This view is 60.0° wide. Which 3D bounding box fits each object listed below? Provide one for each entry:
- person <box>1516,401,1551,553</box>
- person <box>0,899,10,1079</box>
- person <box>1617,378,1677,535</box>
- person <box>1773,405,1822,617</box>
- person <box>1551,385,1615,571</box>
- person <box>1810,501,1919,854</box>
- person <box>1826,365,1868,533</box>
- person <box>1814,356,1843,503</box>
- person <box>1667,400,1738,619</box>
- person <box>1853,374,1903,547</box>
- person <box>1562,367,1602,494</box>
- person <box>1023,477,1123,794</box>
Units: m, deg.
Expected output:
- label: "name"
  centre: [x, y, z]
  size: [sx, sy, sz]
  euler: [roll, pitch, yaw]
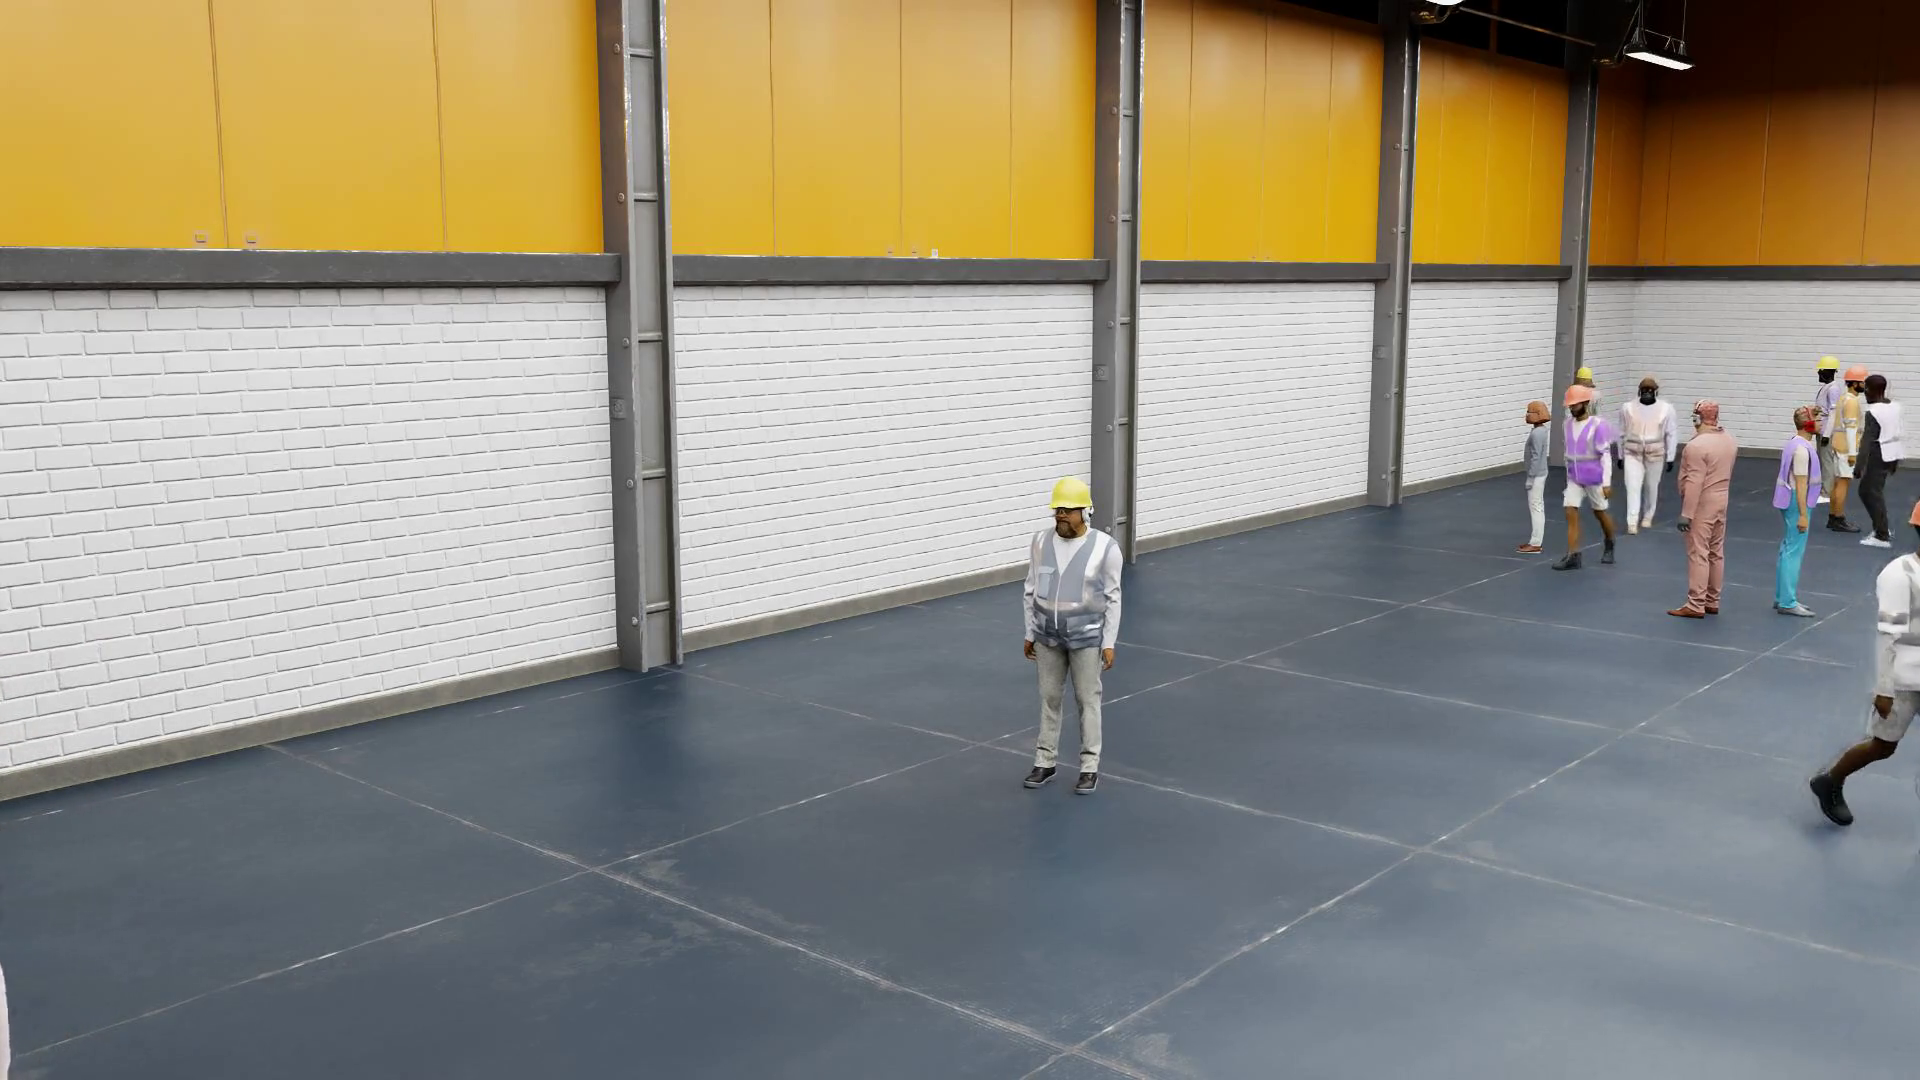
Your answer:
- label: "person"
  centre: [6.170, -0.675, 17.868]
  size: [0.285, 1.633, 0.497]
  euler: [4, 10, 25]
- label: "person"
  centre: [-2.780, 1.367, 4.291]
  size: [0.642, 1.880, 0.796]
  euler: [0, 9, -1]
- label: "person"
  centre: [7.977, -0.991, 19.341]
  size: [0.637, 1.805, 0.939]
  euler: [4, 10, 24]
- label: "person"
  centre: [7.347, -0.262, 14.600]
  size: [0.379, 1.848, 0.570]
  euler: [3, 10, 20]
- label: "person"
  centre: [6.434, -0.646, 16.941]
  size: [0.975, 1.885, 0.627]
  euler: [-6, 11, -32]
- label: "person"
  centre: [4.869, 0.673, 8.604]
  size: [0.545, 1.907, 0.901]
  euler: [-3, 10, -18]
- label: "person"
  centre: [10.343, -1.061, 19.337]
  size: [0.362, 1.939, 0.542]
  euler: [3, 10, 18]
- label: "person"
  centre: [11.310, -1.440, 21.755]
  size: [0.365, 1.927, 0.588]
  euler: [3, 9, 17]
- label: "person"
  centre: [6.450, -0.269, 14.485]
  size: [0.639, 1.904, 0.402]
  euler: [-7, 11, -37]
- label: "person"
  centre: [10.036, -0.865, 18.231]
  size: [0.617, 1.892, 0.492]
  euler: [-8, 12, -40]
- label: "person"
  centre: [8.405, -1.466, 22.496]
  size: [0.487, 1.744, 0.294]
  euler: [0, 9, 0]
- label: "person"
  centre: [0.627, 0.545, 9.581]
  size: [0.588, 1.835, 0.403]
  euler: [4, 10, 25]
